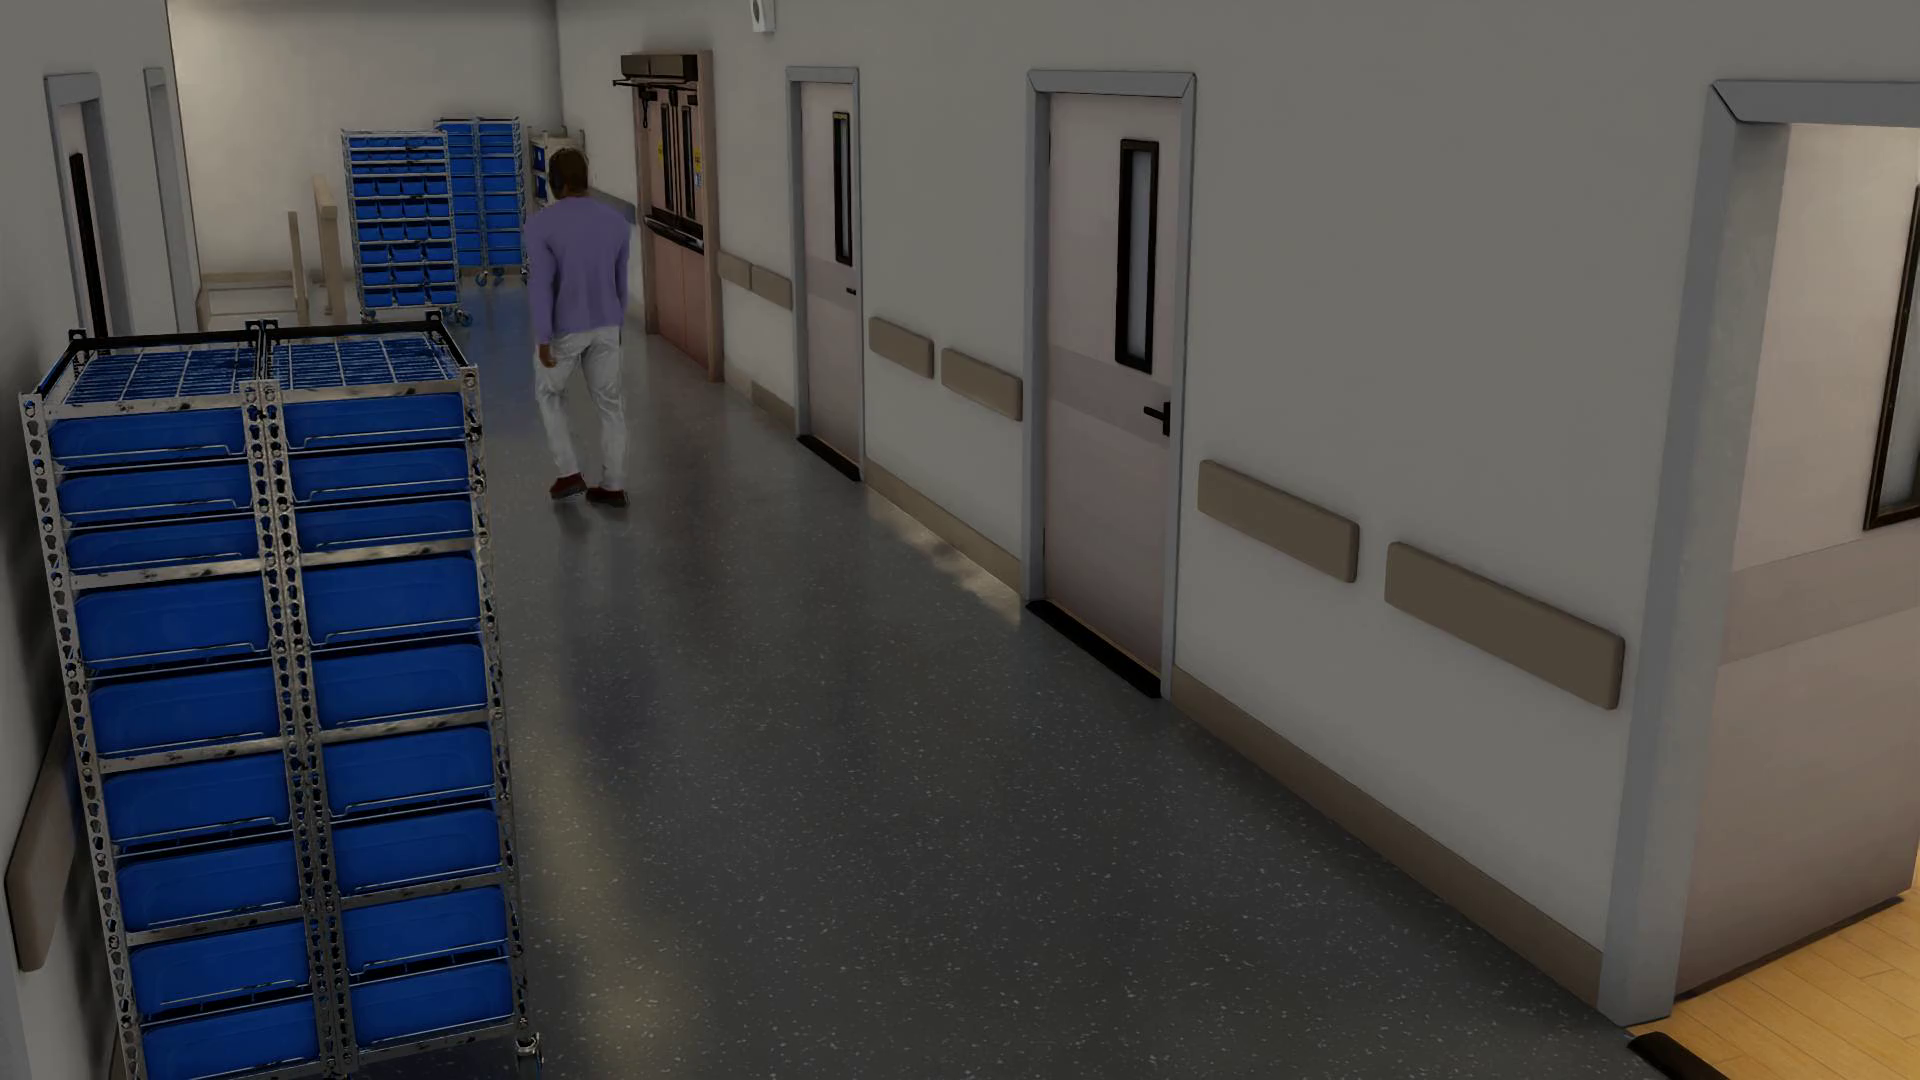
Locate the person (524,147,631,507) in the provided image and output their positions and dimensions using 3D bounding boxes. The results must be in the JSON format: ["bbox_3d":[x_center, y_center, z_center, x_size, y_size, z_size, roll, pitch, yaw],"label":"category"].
[{"bbox_3d":[-2.049,-1.130,8.976,0.629,1.921,0.562,-13,21,-38],"label":"person"}]
